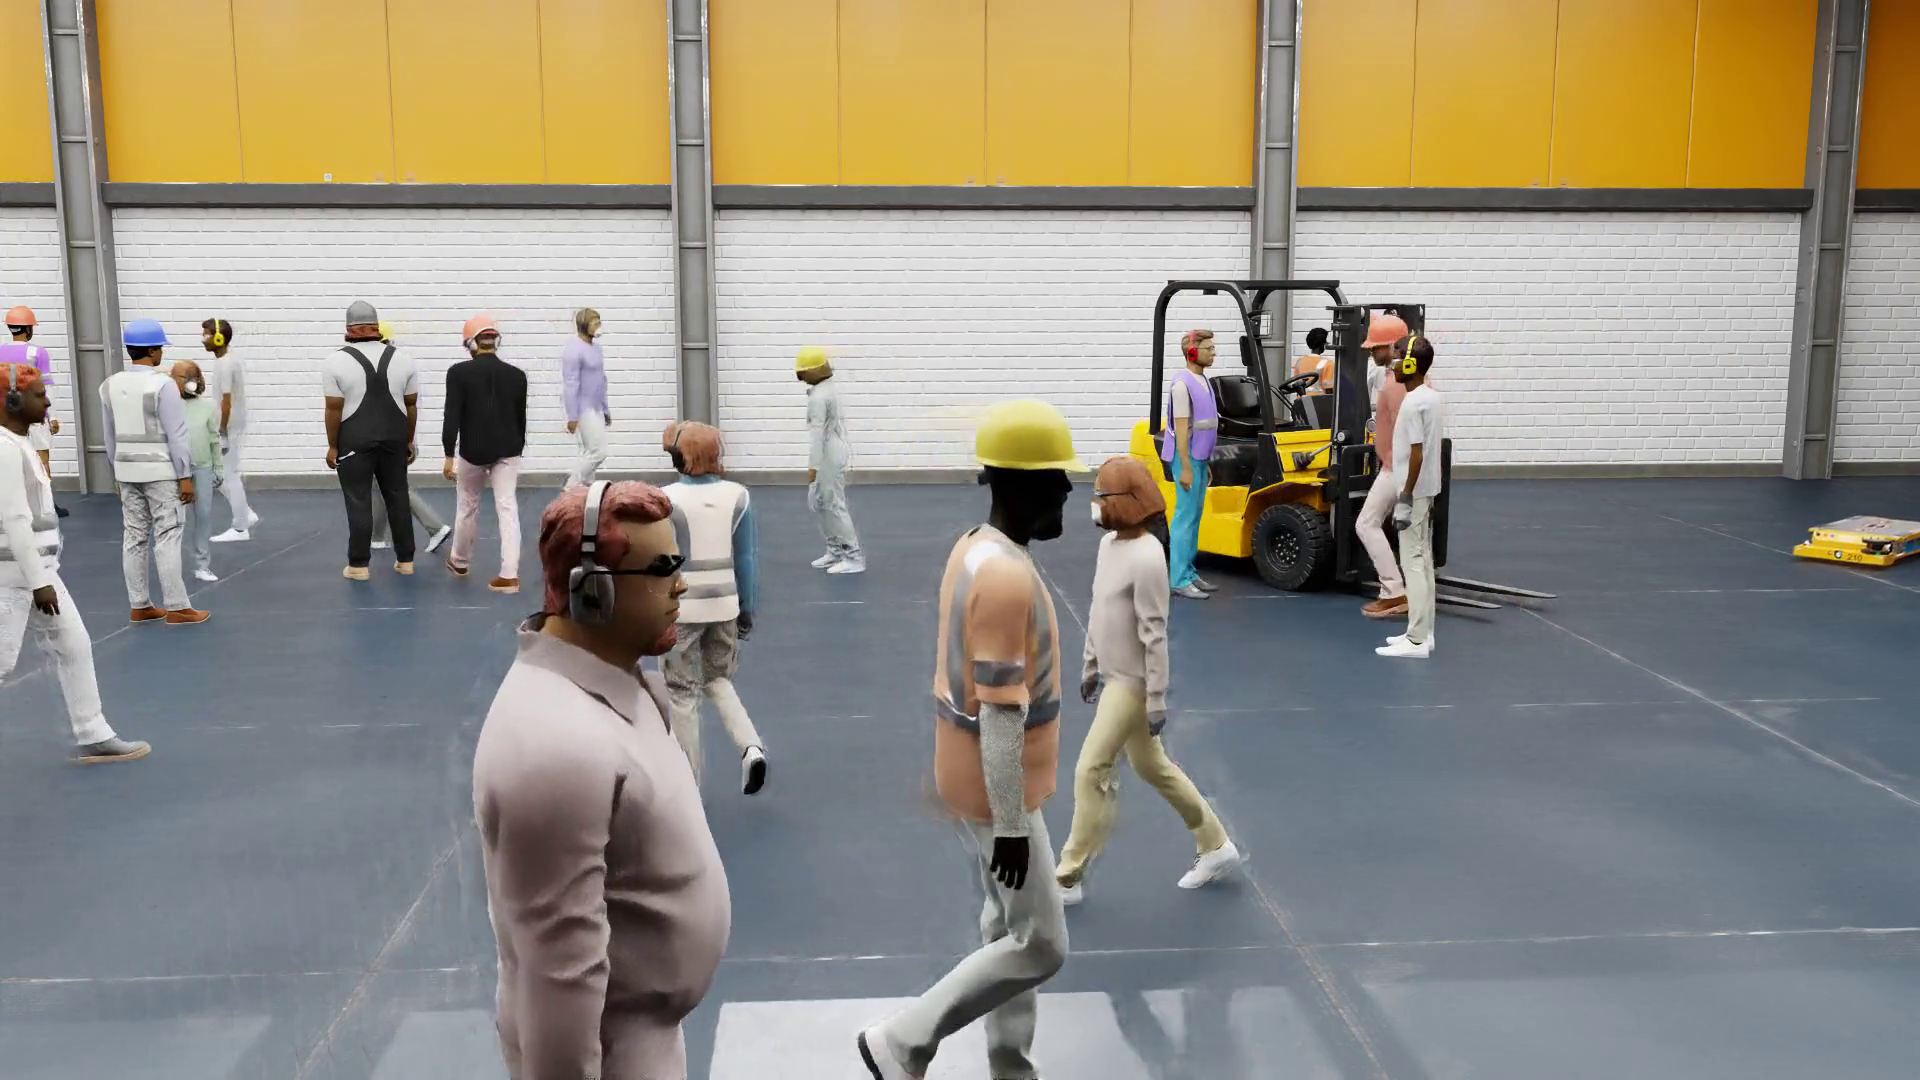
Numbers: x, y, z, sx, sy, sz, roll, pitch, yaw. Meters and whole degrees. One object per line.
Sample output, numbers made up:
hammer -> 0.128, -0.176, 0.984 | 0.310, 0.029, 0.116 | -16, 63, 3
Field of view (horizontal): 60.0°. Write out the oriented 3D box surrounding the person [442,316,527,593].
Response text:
person -> -3.395, -0.613, 11.792 | 0.669, 1.914, 1.023 | -6, 11, -34

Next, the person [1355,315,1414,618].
person -> 2.781, -0.453, 10.643 | 0.556, 1.961, 0.637 | 5, 10, 28

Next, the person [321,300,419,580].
person -> -4.342, -0.739, 12.198 | 0.686, 2.000, 0.535 | -7, 12, -39

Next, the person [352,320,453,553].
person -> -4.488, -0.819, 13.227 | 0.900, 1.887, 0.586 | 1, 9, 8

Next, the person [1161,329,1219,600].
person -> 1.593, -0.528, 11.470 | 0.390, 1.850, 0.565 | 4, 10, 21

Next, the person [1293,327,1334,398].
person -> 3.582, -1.303, 16.841 | 0.320, 1.694, 0.531 | -5, 10, -30

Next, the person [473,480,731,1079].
person -> -0.666, 0.834, 2.814 | 0.616, 1.890, 0.647 | -1, 9, -8

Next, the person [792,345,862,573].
person -> -0.971, -0.589, 12.291 | 0.535, 1.702, 0.501 | -1, 9, -4

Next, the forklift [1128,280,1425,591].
forklift -> 2.301, -0.860, 12.475 | 1.214, 2.155, 2.313 | -6, 11, -35

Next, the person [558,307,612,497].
person -> -3.389, -1.161, 15.239 | 0.426, 1.925, 0.636 | 1, 9, 6

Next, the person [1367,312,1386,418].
person -> 3.167, -0.833, 13.111 | 0.358, 1.938, 0.542 | -4, 10, -26

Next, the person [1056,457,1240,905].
person -> 0.620, 0.493, 5.861 | 0.841, 1.593, 0.514 | -2, 9, -10

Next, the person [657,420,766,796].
person -> -1.055, 0.321, 6.860 | 0.519, 1.626, 0.432 | -8, 12, -42

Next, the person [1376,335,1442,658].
person -> 2.625, -0.248, 9.655 | 0.311, 1.869, 0.530 | 5, 10, 27

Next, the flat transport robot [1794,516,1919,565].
flat transport robot -> 7.221, -0.008, 13.148 | 1.431, 0.197, 0.652 | -8, 12, -42

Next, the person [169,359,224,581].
person -> -5.628, -0.507, 12.086 | 0.486, 1.621, 0.501 | 8, 12, 41

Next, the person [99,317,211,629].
person -> -5.070, -0.414, 10.442 | 0.602, 1.949, 0.390 | 3, 10, 19

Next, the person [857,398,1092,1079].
person -> 0.075, 0.599, 4.189 | 0.538, 1.914, 0.612 | 0, 9, 0

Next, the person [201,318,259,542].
person -> -6.105, -0.901, 13.775 | 0.386, 1.859, 0.548 | -4, 10, -22

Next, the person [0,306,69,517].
person -> -8.449, -1.148, 15.088 | 0.545, 1.939, 0.354 | 0, 9, 2

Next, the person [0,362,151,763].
person -> -4.194, 0.143, 7.298 | 0.944, 1.849, 0.583 | -3, 10, -19
